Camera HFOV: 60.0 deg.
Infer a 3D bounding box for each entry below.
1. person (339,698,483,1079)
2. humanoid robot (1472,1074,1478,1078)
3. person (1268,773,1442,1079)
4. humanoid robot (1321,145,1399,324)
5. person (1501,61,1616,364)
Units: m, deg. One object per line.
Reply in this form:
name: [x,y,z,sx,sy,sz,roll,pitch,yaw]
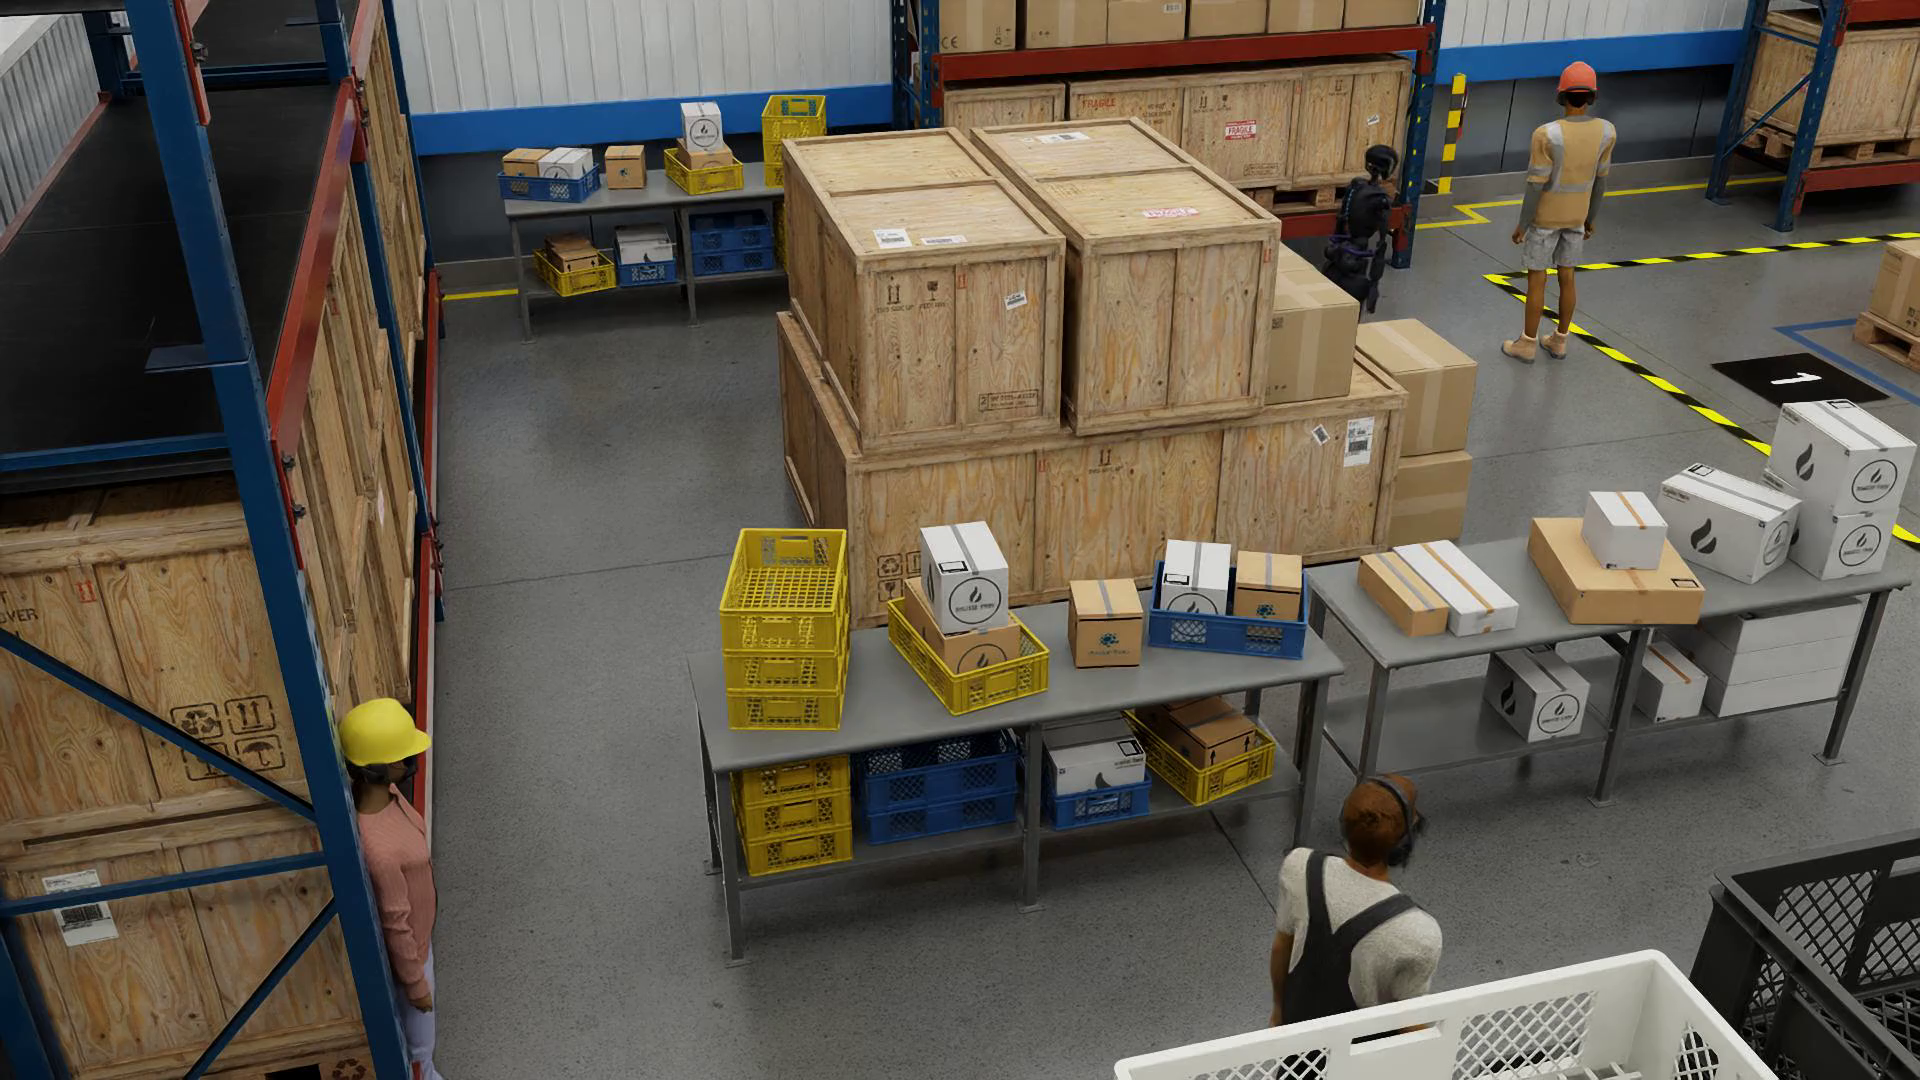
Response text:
person: [-1.746,1.260,5.287,0.336,1.761,0.523,-9,30,-17]
humanoid robot: [1.060,2.044,3.949,0.866,1.844,0.568,-11,31,-18]
person: [1.106,1.459,4.845,0.340,1.838,0.504,-26,38,-38]
humanoid robot: [2.546,-1.783,10.894,0.435,1.633,0.610,-10,31,-18]
person: [4.038,-2.199,11.274,0.612,2.039,0.385,-8,30,-13]
